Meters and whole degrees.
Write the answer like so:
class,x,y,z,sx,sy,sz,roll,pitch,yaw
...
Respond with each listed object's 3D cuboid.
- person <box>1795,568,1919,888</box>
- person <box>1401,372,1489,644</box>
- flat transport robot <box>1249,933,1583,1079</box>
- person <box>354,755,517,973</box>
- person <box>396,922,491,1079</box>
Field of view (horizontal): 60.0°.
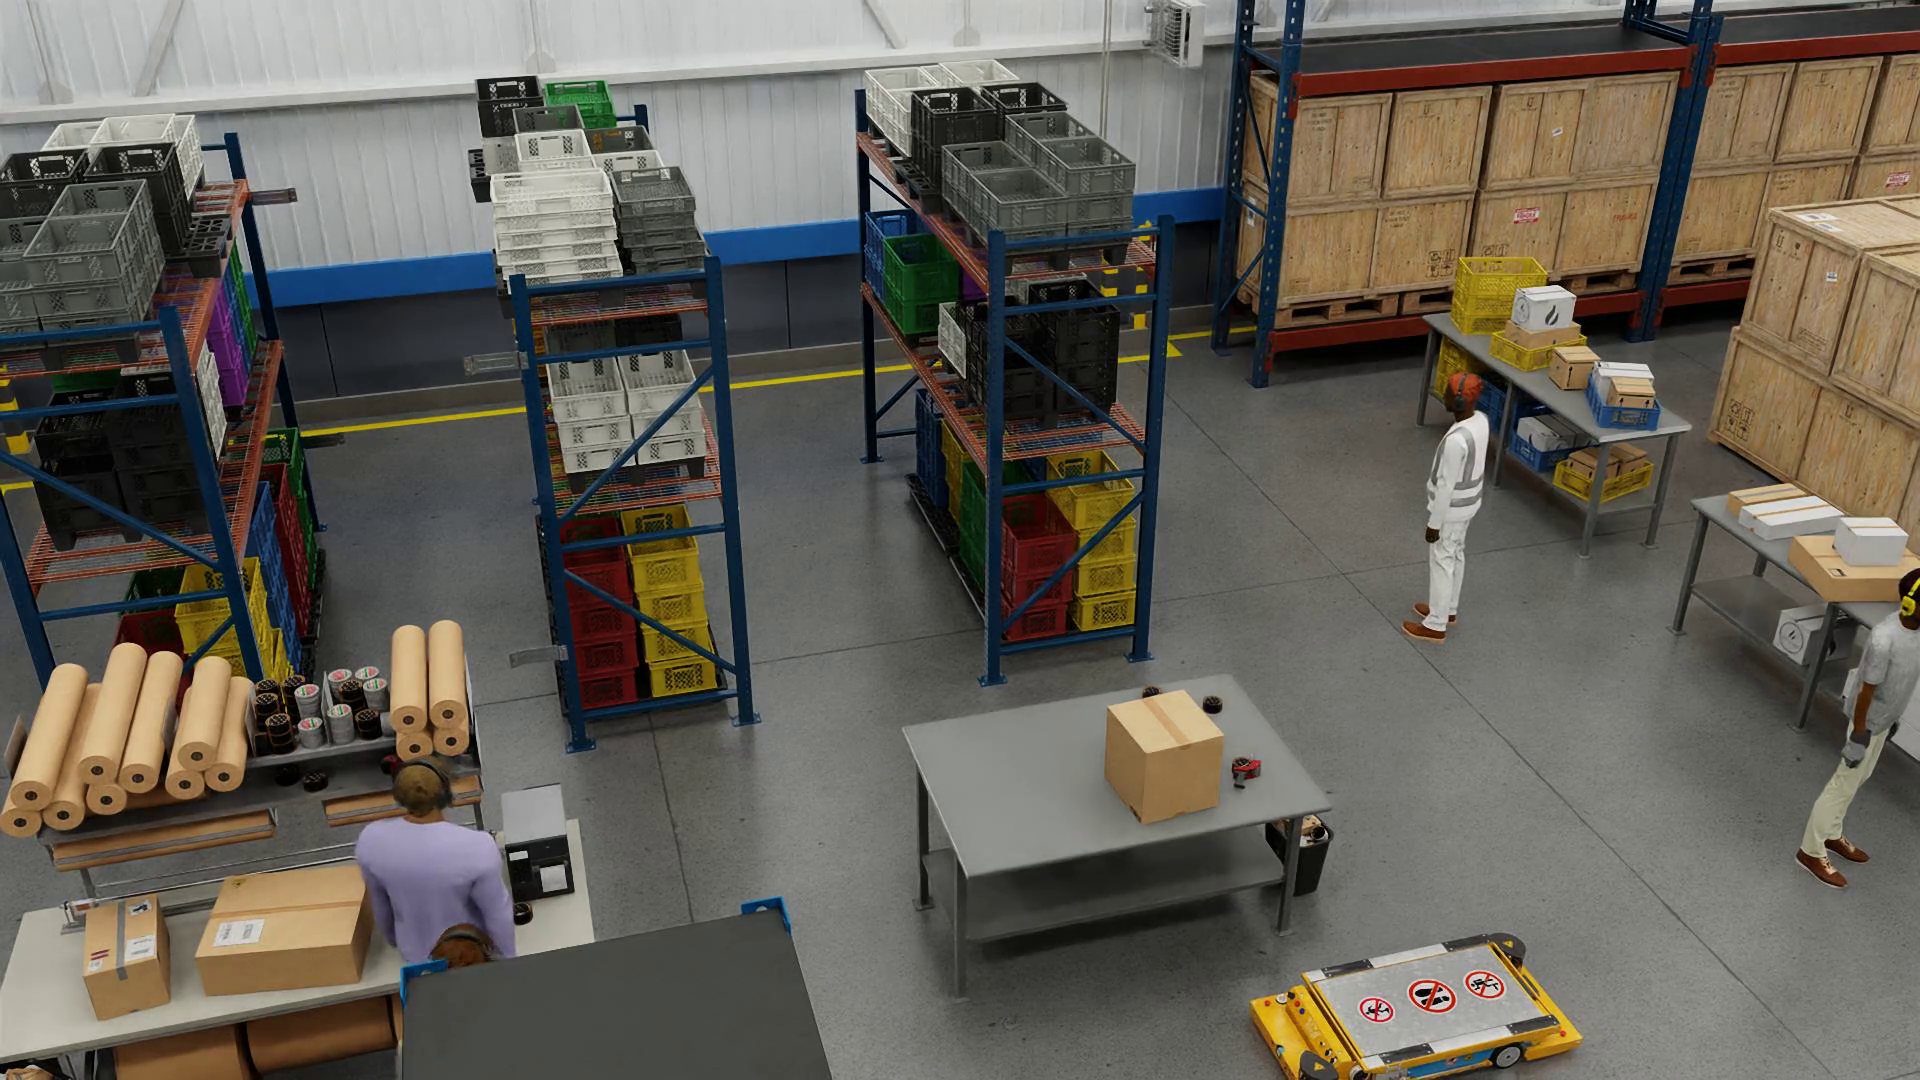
class,x,y,z,sx,sy,sz,roll,pitch,yaw
person,4.810,0.962,8.736,0.532,1.868,0.310,-24,37,-36
person,3.203,-0.214,10.869,0.354,1.879,0.566,18,33,29
flat transport robot,2.184,2.282,7.980,1.431,0.197,0.652,-8,30,-14
person,-2.221,1.763,7.221,0.634,1.927,0.370,4,29,7
person,-1.869,2.243,6.460,0.619,1.813,0.645,21,35,33
